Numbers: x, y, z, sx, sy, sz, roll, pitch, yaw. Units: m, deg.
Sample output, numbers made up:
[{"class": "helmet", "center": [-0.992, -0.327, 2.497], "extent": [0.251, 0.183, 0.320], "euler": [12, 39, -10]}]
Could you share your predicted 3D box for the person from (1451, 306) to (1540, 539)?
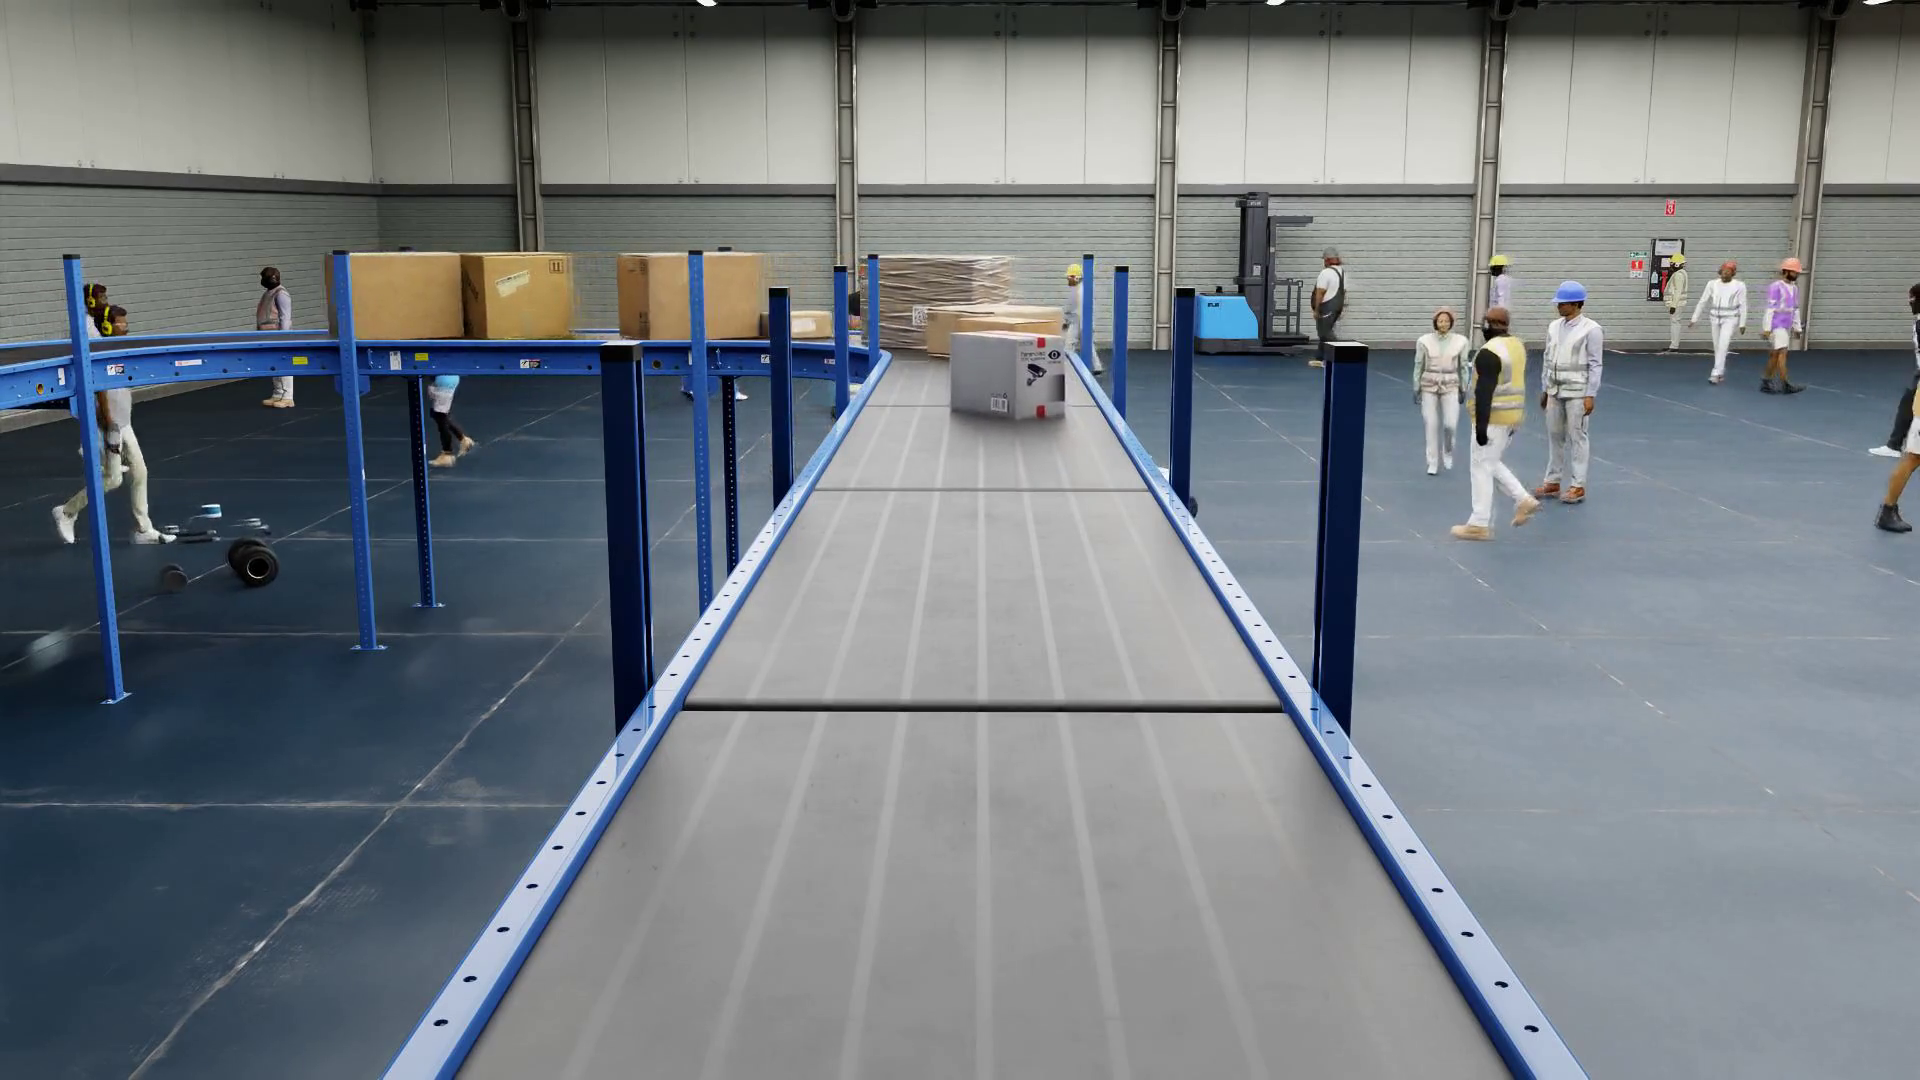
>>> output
[{"class": "person", "center": [4.236, -0.922, 13.073], "extent": [0.549, 1.807, 0.685], "euler": [9, 14, 38]}]

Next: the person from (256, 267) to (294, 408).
[{"class": "person", "center": [-9.085, -2.690, 22.065], "extent": [0.429, 1.844, 0.625], "euler": [-10, 15, -41]}]

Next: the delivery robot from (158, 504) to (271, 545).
[{"class": "delivery robot", "center": [-5.118, -0.126, 11.404], "extent": [0.698, 0.223, 0.335], "euler": [-6, 13, -29]}]

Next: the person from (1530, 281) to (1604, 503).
[{"class": "person", "center": [5.377, -1.313, 14.722], "extent": [0.409, 1.945, 0.615], "euler": [-5, 12, -25]}]

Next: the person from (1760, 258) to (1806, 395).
[{"class": "person", "center": [11.746, -3.010, 23.515], "extent": [0.572, 1.910, 0.783], "euler": [-8, 13, -34]}]

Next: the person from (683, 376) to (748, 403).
[{"class": "person", "center": [-3.351, -2.799, 22.552], "extent": [0.652, 1.875, 0.927], "euler": [10, 15, 42]}]

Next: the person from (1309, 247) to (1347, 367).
[{"class": "person", "center": [6.203, -3.872, 27.734], "extent": [0.778, 2.000, 0.690], "euler": [9, 14, 39]}]

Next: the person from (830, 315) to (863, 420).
[{"class": "person", "center": [-0.922, -1.250, 15.276], "extent": [0.748, 1.607, 0.517], "euler": [2, 11, 12]}]

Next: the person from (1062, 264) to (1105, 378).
[{"class": "person", "center": [1.826, -3.369, 25.724], "extent": [0.941, 1.788, 0.601], "euler": [0, 11, 2]}]

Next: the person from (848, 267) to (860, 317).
[{"class": "person", "center": [-1.054, -2.245, 19.382], "extent": [0.612, 1.995, 0.376], "euler": [-3, 12, -17]}]

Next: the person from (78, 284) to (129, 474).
[{"class": "person", "center": [-8.415, -1.574, 16.296], "extent": [0.402, 1.851, 0.558], "euler": [-2, 11, -12]}]

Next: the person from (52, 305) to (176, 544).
[{"class": "person", "center": [-6.513, -0.862, 12.673], "extent": [0.761, 1.845, 0.527], "euler": [-1, 11, -6]}]

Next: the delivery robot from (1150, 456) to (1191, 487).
[{"class": "delivery robot", "center": [1.538, -0.455, 13.762], "extent": [0.707, 0.478, 0.477], "euler": [-3, 11, -14]}]

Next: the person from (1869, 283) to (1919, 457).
[{"class": "person", "center": [10.183, -1.745, 17.255], "extent": [0.620, 1.842, 1.104], "euler": [-9, 14, -39]}]

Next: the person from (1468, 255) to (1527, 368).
[{"class": "person", "center": [8.983, -3.794, 27.667], "extent": [1.000, 1.885, 0.589], "euler": [6, 12, 27]}]

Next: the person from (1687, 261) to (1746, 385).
[{"class": "person", "center": [11.427, -3.281, 25.119], "extent": [0.919, 1.822, 0.734], "euler": [-9, 14, -38]}]

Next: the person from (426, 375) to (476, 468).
[{"class": "person", "center": [-5.199, -1.570, 16.709], "extent": [0.387, 1.685, 0.537], "euler": [-1, 11, -8]}]

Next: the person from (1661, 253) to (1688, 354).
[{"class": "person", "center": [13.138, -4.344, 30.581], "extent": [0.403, 1.834, 0.589], "euler": [6, 12, 26]}]

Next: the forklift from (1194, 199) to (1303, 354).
[{"class": "forklift", "center": [5.313, -4.851, 30.603], "extent": [1.873, 2.768, 1.129], "euler": [0, 11, 1]}]

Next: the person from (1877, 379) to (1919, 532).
[{"class": "person", "center": [7.836, -1.003, 13.264], "extent": [0.774, 1.887, 0.652], "euler": [10, 15, 42]}]

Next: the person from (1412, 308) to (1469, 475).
[{"class": "person", "center": [4.682, -1.451, 16.242], "extent": [0.528, 1.624, 0.372], "euler": [3, 12, 17]}]
